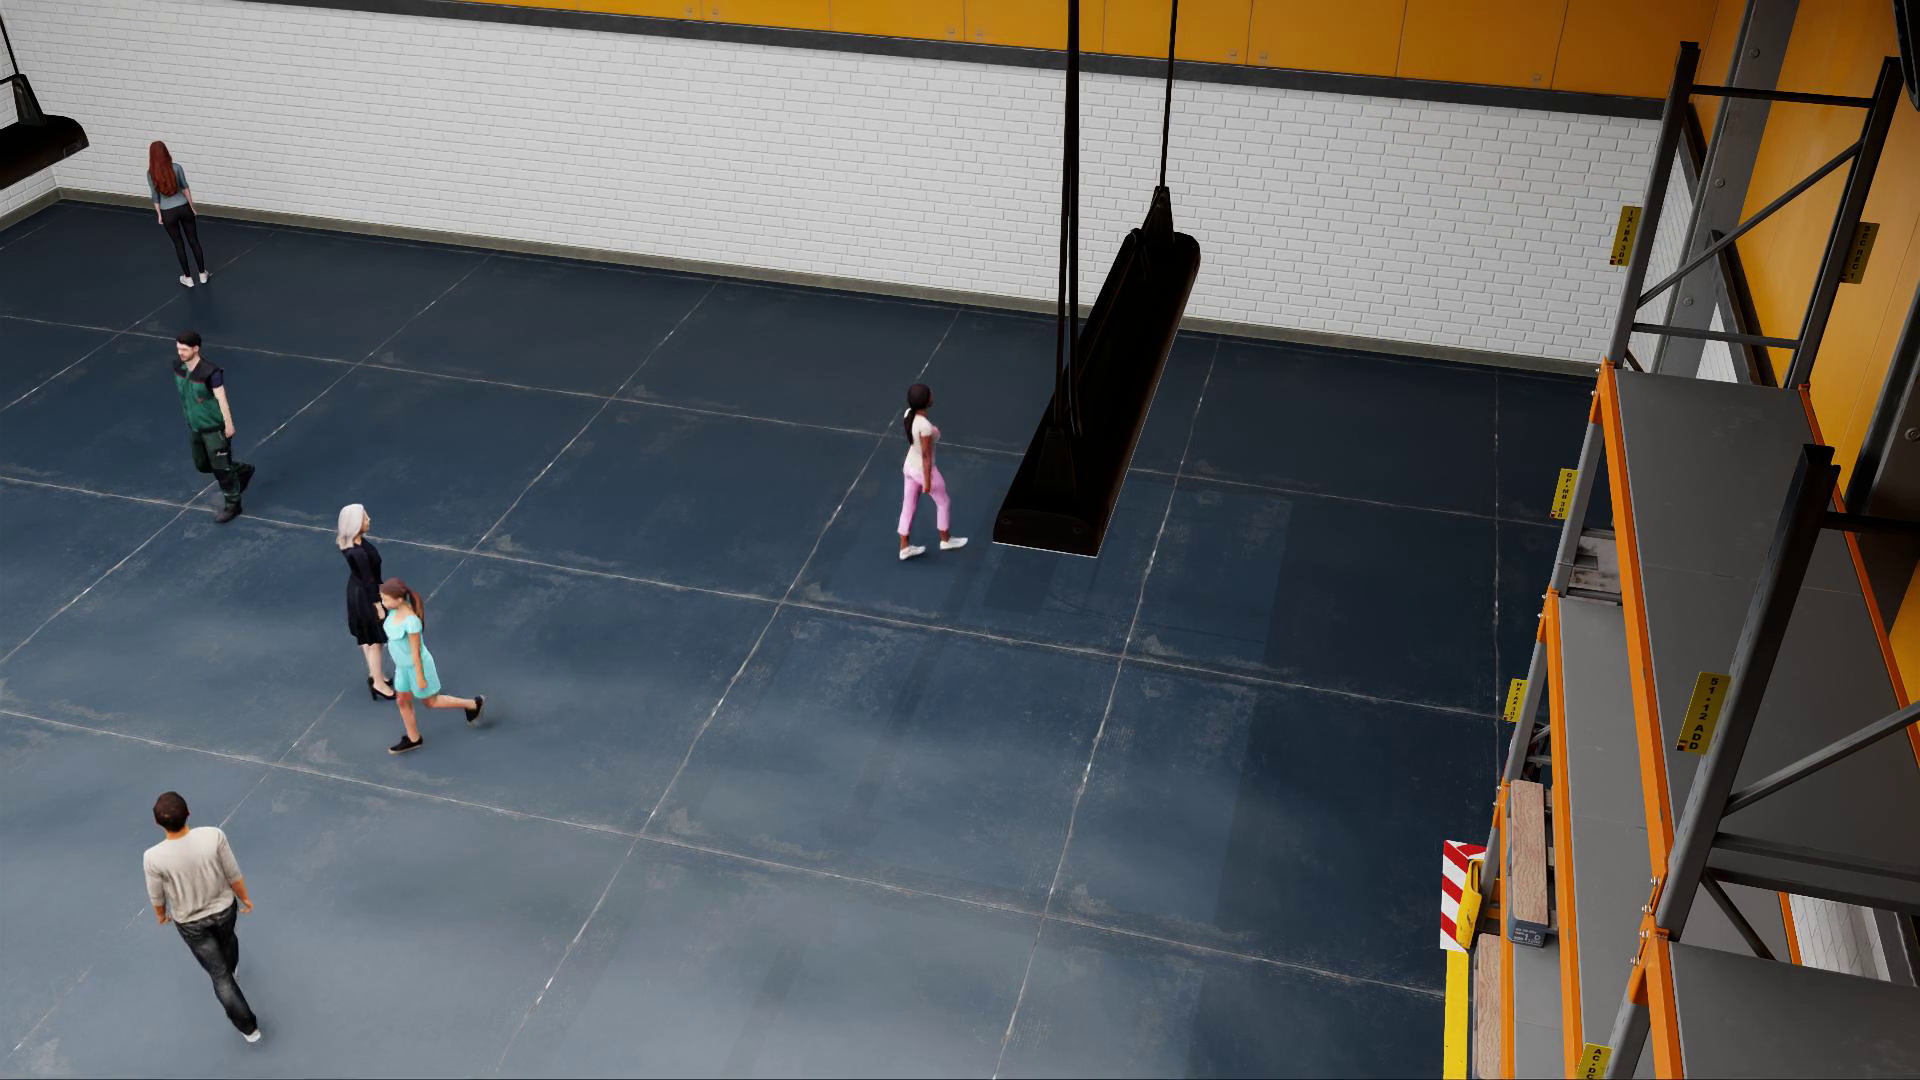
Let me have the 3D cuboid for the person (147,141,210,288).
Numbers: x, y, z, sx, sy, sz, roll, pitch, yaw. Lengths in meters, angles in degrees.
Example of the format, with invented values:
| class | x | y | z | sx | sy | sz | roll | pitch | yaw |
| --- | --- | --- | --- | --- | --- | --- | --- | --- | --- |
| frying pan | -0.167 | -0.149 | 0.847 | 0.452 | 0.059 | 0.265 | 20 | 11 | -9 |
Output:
| class | x | y | z | sx | sy | sz | roll | pitch | yaw |
| --- | --- | --- | --- | --- | --- | --- | --- | --- | --- |
| person | -9.146 | -3.813 | 19.414 | 0.664 | 1.743 | 0.738 | -21 | 39 | -28 |

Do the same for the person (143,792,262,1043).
| class | x | y | z | sx | sy | sz | roll | pitch | yaw |
| --- | --- | --- | --- | --- | --- | --- | --- | --- | --- |
| person | -4.585 | 2.329 | 10.153 | 1.177 | 1.767 | 1.174 | -22 | 39 | -29 |

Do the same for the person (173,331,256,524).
| class | x | y | z | sx | sy | sz | roll | pitch | yaw |
| --- | --- | --- | --- | --- | --- | --- | --- | --- | --- |
| person | -6.796 | -1.099 | 15.200 | 0.774 | 1.888 | 0.929 | 16 | 37 | 22 |

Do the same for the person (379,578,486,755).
| class | x | y | z | sx | sy | sz | roll | pitch | yaw |
| --- | --- | --- | --- | --- | --- | --- | --- | --- | --- |
| person | -4.017 | 0.919 | 12.485 | 1.043 | 1.532 | 0.936 | -21 | 39 | -28 |

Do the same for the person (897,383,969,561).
| class | x | y | z | sx | sy | sz | roll | pitch | yaw |
| --- | --- | --- | --- | --- | --- | --- | --- | --- | --- |
| person | -0.423 | -0.566 | 14.549 | 0.971 | 1.721 | 0.916 | -18 | 38 | -25 |

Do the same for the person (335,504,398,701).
| class | x | y | z | sx | sy | sz | roll | pitch | yaw |
| --- | --- | --- | --- | --- | --- | --- | --- | --- | --- |
| person | -4.603 | 0.488 | 12.947 | 0.750 | 1.740 | 0.693 | -18 | 38 | -25 |
